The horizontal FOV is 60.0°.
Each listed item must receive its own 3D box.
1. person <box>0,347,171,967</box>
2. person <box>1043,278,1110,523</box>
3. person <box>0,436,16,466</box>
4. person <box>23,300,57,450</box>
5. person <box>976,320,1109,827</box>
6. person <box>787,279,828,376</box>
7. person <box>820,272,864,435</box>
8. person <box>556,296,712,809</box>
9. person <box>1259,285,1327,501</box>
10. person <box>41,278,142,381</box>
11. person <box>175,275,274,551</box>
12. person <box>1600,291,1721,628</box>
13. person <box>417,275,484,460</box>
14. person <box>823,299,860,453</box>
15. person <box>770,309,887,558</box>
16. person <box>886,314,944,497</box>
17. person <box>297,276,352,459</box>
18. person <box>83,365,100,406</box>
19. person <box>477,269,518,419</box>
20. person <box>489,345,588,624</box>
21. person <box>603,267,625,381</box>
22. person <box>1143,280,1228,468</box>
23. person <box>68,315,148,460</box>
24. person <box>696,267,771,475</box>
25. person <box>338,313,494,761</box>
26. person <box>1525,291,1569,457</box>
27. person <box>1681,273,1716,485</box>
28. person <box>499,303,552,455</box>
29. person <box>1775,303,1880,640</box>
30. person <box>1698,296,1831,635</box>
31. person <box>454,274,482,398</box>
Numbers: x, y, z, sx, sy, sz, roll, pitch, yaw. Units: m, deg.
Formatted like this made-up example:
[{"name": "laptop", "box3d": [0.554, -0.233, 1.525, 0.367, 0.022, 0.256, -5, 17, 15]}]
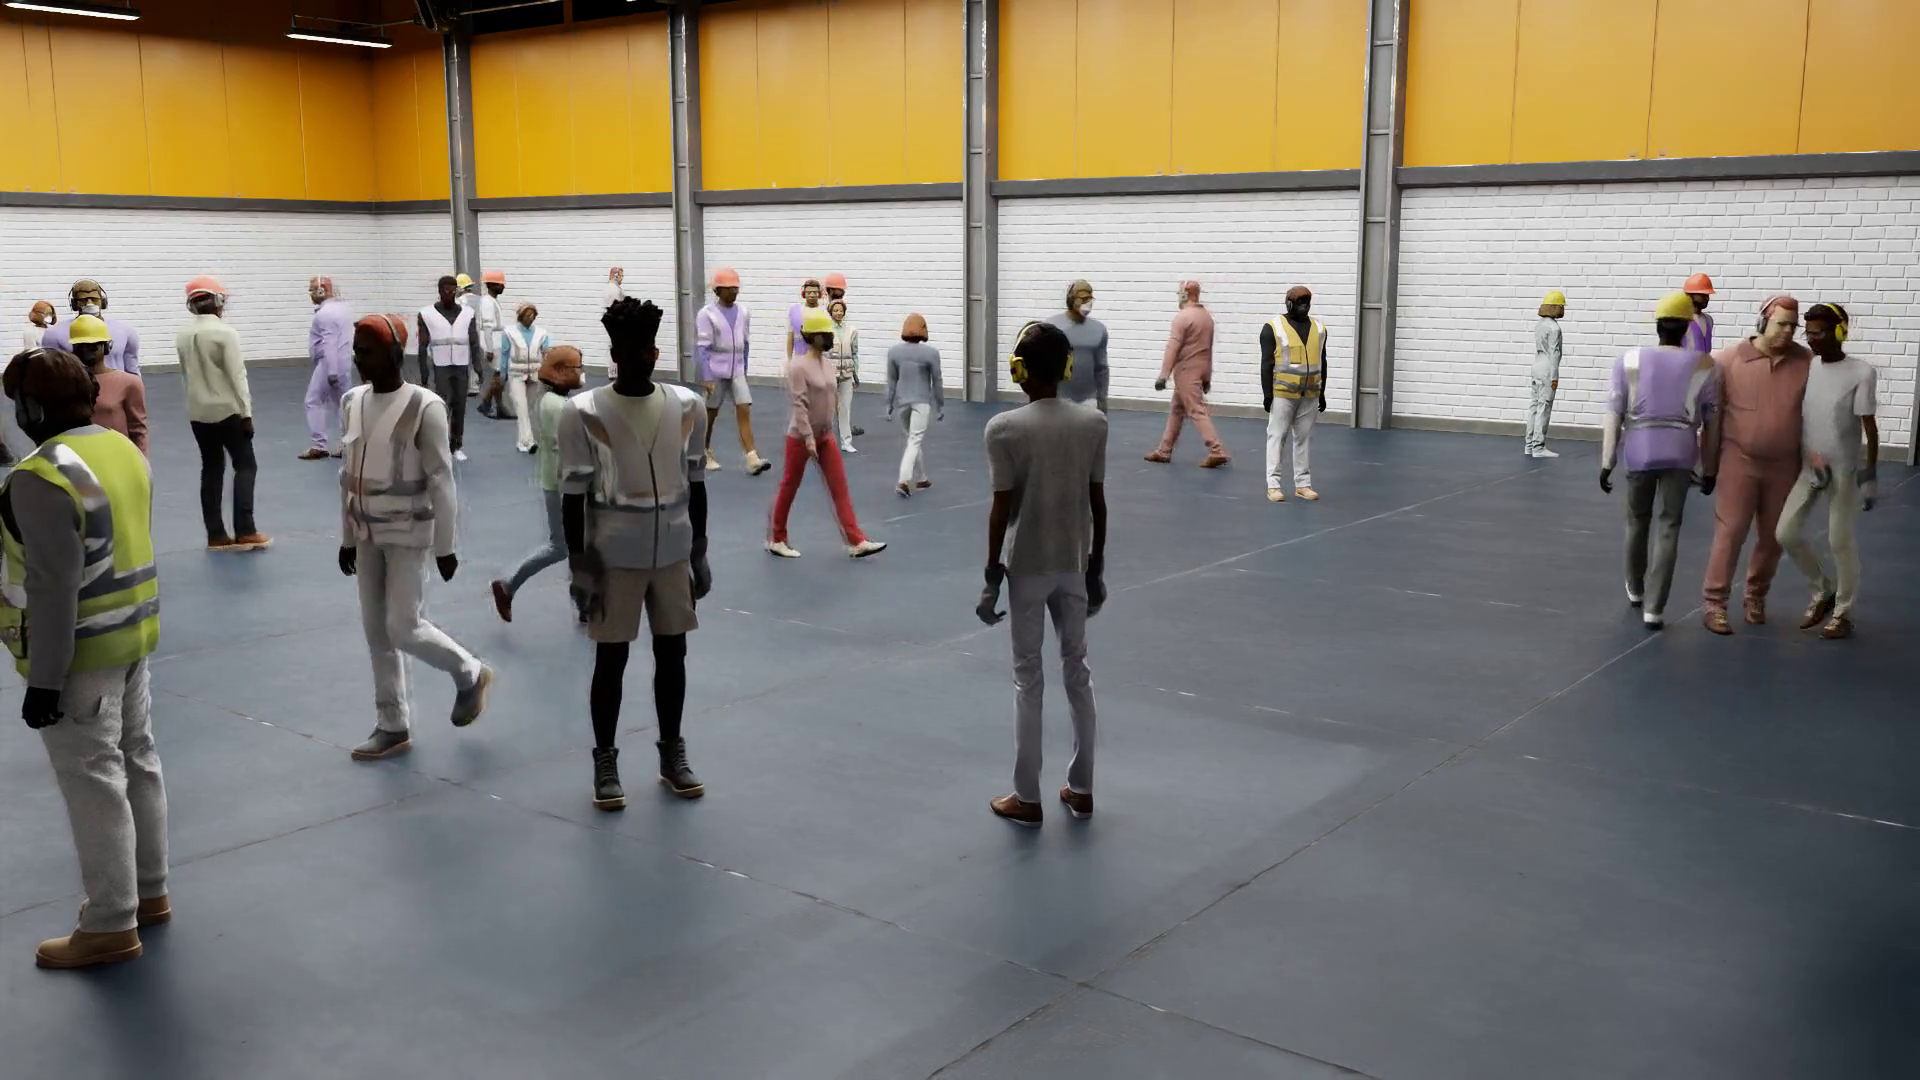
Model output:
[{"name": "person", "box3d": [-2.633, 0.347, 4.977, 0.430, 1.839, 0.625, -1, 10, -3]}, {"name": "person", "box3d": [0.876, -1.086, 13.069, 0.648, 1.920, 0.495, -5, 11, -29]}, {"name": "person", "box3d": [-9.912, -1.622, 16.356, 1.036, 1.881, 0.533, -1, 10, -8]}, {"name": "person", "box3d": [-9.524, -1.675, 17.340, 0.278, 1.633, 0.498, 1, 10, 5]}, {"name": "person", "box3d": [0.309, 0.128, 6.157, 0.517, 1.871, 0.328, -4, 11, -22]}, {"name": "person", "box3d": [-1.648, -1.990, 18.597, 0.569, 1.836, 0.389, 0, 10, 1]}, {"name": "person", "box3d": [-1.543, -2.186, 19.547, 0.903, 1.909, 0.553, 5, 11, 28]}, {"name": "person", "box3d": [-1.226, 0.049, 6.380, 0.618, 1.957, 0.380, -6, 12, -33]}, {"name": "person", "box3d": [2.879, -1.255, 14.285, 0.627, 1.846, 0.429, -3, 10, -17]}, {"name": "person", "box3d": [-6.108, -0.872, 11.780, 0.636, 1.939, 0.365, -8, 13, -39]}, {"name": "person", "box3d": [-5.303, -0.899, 11.882, 0.657, 1.961, 0.437, 4, 11, 23]}, {"name": "person", "box3d": [4.063, -0.482, 9.631, 0.621, 1.883, 0.943, 4, 11, 24]}, {"name": "person", "box3d": [-5.213, -1.754, 17.027, 0.587, 1.897, 0.460, -7, 12, -37]}, {"name": "person", "box3d": [-1.309, -1.734, 17.667, 0.514, 1.641, 0.309, -5, 11, -27]}, {"name": "person", "box3d": [-0.962, -0.706, 11.421, 0.909, 1.724, 0.522, 7, 12, 34]}, {"name": "person", "box3d": [-0.407, -1.188, 14.603, 0.509, 1.593, 0.858, 4, 11, 23]}, {"name": "person", "box3d": [-6.574, -1.767, 17.141, 0.740, 1.877, 0.661, 0, 10, -3]}, {"name": "person", "box3d": [-3.552, 0.115, 6.735, 0.318, 1.697, 0.535, -6, 12, -33]}, {"name": "person", "box3d": [-5.881, -2.475, 21.147, 0.416, 1.926, 0.569, -2, 10, -9]}, {"name": "person", "box3d": [-2.296, -0.293, 9.356, 0.661, 1.611, 0.507, 0, 10, 1]}, {"name": "person", "box3d": [-5.723, -3.601, 27.775, 0.407, 1.904, 0.639, -5, 11, -25]}, {"name": "person", "box3d": [2.283, -1.651, 16.557, 0.980, 1.865, 0.647, 6, 11, 30]}, {"name": "person", "box3d": [-4.942, -0.405, 9.565, 0.525, 1.769, 0.308, -2, 10, -13]}, {"name": "person", "box3d": [-2.225, -1.611, 15.947, 0.633, 1.980, 1.064, -8, 13, -39]}, {"name": "person", "box3d": [-2.350, -0.022, 7.038, 0.581, 1.867, 0.566, 6, 12, 32]}, {"name": "person", "box3d": [6.144, -1.731, 17.381, 0.333, 1.733, 0.480, -1, 10, -4]}, {"name": "person", "box3d": [6.646, -1.445, 15.118, 0.545, 1.938, 0.361, -6, 11, -31]}, {"name": "person", "box3d": [-4.549, -1.689, 17.515, 0.525, 1.587, 0.877, -7, 12, -34]}, {"name": "person", "box3d": [4.765, -0.367, 9.117, 0.469, 1.841, 0.666, -5, 11, -25]}, {"name": "person", "box3d": [4.509, -0.417, 9.345, 0.658, 1.887, 0.641, 2, 10, 11]}, {"name": "person", "box3d": [-7.208, -2.964, 24.291, 0.424, 1.829, 0.606, 4, 11, 23]}]
